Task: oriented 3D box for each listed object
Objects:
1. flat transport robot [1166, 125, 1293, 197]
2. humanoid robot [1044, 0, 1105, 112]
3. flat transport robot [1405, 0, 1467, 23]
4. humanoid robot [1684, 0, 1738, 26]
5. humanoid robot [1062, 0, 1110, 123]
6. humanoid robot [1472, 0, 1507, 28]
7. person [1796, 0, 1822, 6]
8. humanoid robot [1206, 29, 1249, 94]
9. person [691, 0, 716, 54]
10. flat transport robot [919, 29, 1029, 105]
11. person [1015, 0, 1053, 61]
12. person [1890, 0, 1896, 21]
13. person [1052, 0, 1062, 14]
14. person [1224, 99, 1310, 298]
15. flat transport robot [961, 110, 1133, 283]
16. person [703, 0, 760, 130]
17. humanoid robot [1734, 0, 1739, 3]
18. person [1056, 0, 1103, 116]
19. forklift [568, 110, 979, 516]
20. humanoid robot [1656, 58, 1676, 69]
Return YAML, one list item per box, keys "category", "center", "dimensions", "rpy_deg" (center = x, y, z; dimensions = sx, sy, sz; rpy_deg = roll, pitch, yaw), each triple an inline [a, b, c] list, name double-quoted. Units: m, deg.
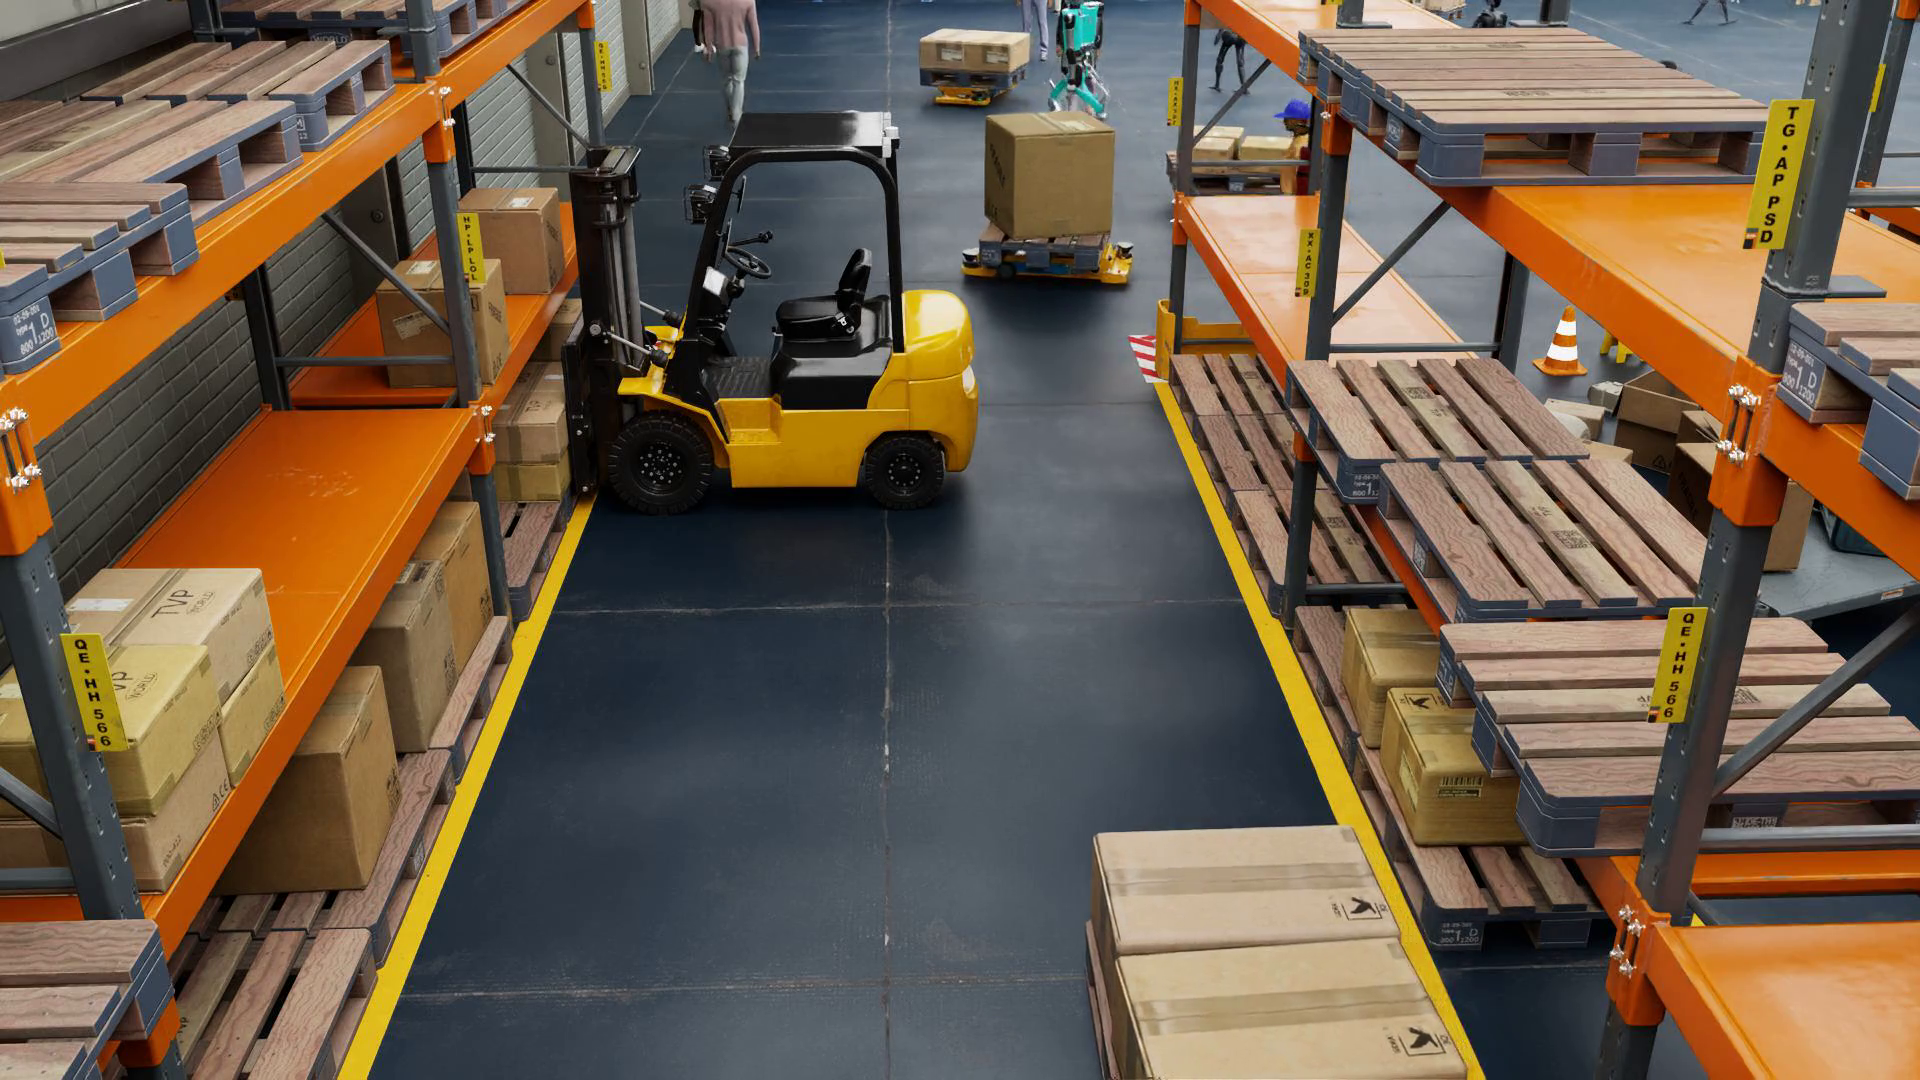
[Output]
- category: "flat transport robot"
  center: [2.712, -3.466, 16.644]
  dimensions: [0.659, 0.231, 1.431]
  rpy_deg: [1, 25, 2]
- category: "humanoid robot"
  center: [1.237, -5.463, 19.272]
  dimensions: [0.547, 1.887, 0.775]
  rpy_deg: [-20, 32, -36]
- category: "flat transport robot"
  center: [7.446, -8.391, 27.073]
  dimensions: [0.659, 0.231, 1.431]
  rpy_deg: [16, 30, 31]
- category: "humanoid robot"
  center: [12.525, -9.318, 27.447]
  dimensions: [0.817, 1.619, 0.609]
  rpy_deg: [15, 29, 28]
- category: "humanoid robot"
  center: [1.446, -5.133, 18.414]
  dimensions: [0.663, 1.763, 0.537]
  rpy_deg: [5, 26, 10]
- category: "humanoid robot"
  center: [6.206, -5.620, 19.550]
  dimensions: [0.600, 1.654, 0.350]
  rpy_deg: [-14, 29, -27]
- category: "person"
  center: [15.327, -10.537, 29.720]
  dimensions: [0.543, 1.890, 0.383]
  rpy_deg: [22, 33, 38]
- category: "humanoid robot"
  center: [3.596, -6.757, 21.974]
  dimensions: [0.594, 1.637, 0.602]
  rpy_deg: [-20, 32, -36]
- category: "person"
  center: [-3.866, -8.267, 24.903]
  dimensions: [0.372, 1.898, 0.554]
  rpy_deg: [-19, 31, -35]
- category: "flat transport robot"
  center: [0.201, -5.935, 21.872]
  dimensions: [0.659, 0.231, 1.431]
  rpy_deg: [7, 26, 15]
- category: "person"
  center: [1.102, -7.961, 24.340]
  dimensions: [0.574, 1.832, 0.404]
  rpy_deg: [10, 27, 21]
- category: "person"
  center: [15.718, -9.634, 27.983]
  dimensions: [0.547, 1.734, 0.771]
  rpy_deg: [0, 25, 0]
- category: "person"
  center: [1.792, -10.010, 28.760]
  dimensions: [0.562, 1.752, 0.333]
  rpy_deg: [-4, 26, -8]
- category: "person"
  center: [2.665, -2.685, 13.345]
  dimensions: [0.864, 1.664, 0.450]
  rpy_deg: [10, 27, 20]
- category: "flat transport robot"
  center: [0.767, -2.441, 14.473]
  dimensions: [1.431, 0.231, 0.659]
  rpy_deg: [4, 26, 9]
- category: "person"
  center: [-2.720, -5.890, 19.900]
  dimensions: [0.641, 1.897, 0.963]
  rpy_deg: [0, 25, 1]
- category: "humanoid robot"
  center: [14.234, -10.637, 30.169]
  dimensions: [0.544, 1.842, 0.749]
  rpy_deg: [-6, 26, -12]
- category: "person"
  center: [1.457, -5.991, 20.163]
  dimensions: [0.562, 1.827, 0.533]
  rpy_deg: [9, 27, 18]
- category: "forklift"
  center: [-1.043, -1.379, 9.976]
  dimensions: [2.313, 2.155, 1.214]
  rpy_deg: [-1, 25, -2]
- category: "humanoid robot"
  center: [6.353, -3.517, 15.093]
  dimensions: [0.473, 1.645, 0.599]
  rpy_deg: [22, 33, 38]
